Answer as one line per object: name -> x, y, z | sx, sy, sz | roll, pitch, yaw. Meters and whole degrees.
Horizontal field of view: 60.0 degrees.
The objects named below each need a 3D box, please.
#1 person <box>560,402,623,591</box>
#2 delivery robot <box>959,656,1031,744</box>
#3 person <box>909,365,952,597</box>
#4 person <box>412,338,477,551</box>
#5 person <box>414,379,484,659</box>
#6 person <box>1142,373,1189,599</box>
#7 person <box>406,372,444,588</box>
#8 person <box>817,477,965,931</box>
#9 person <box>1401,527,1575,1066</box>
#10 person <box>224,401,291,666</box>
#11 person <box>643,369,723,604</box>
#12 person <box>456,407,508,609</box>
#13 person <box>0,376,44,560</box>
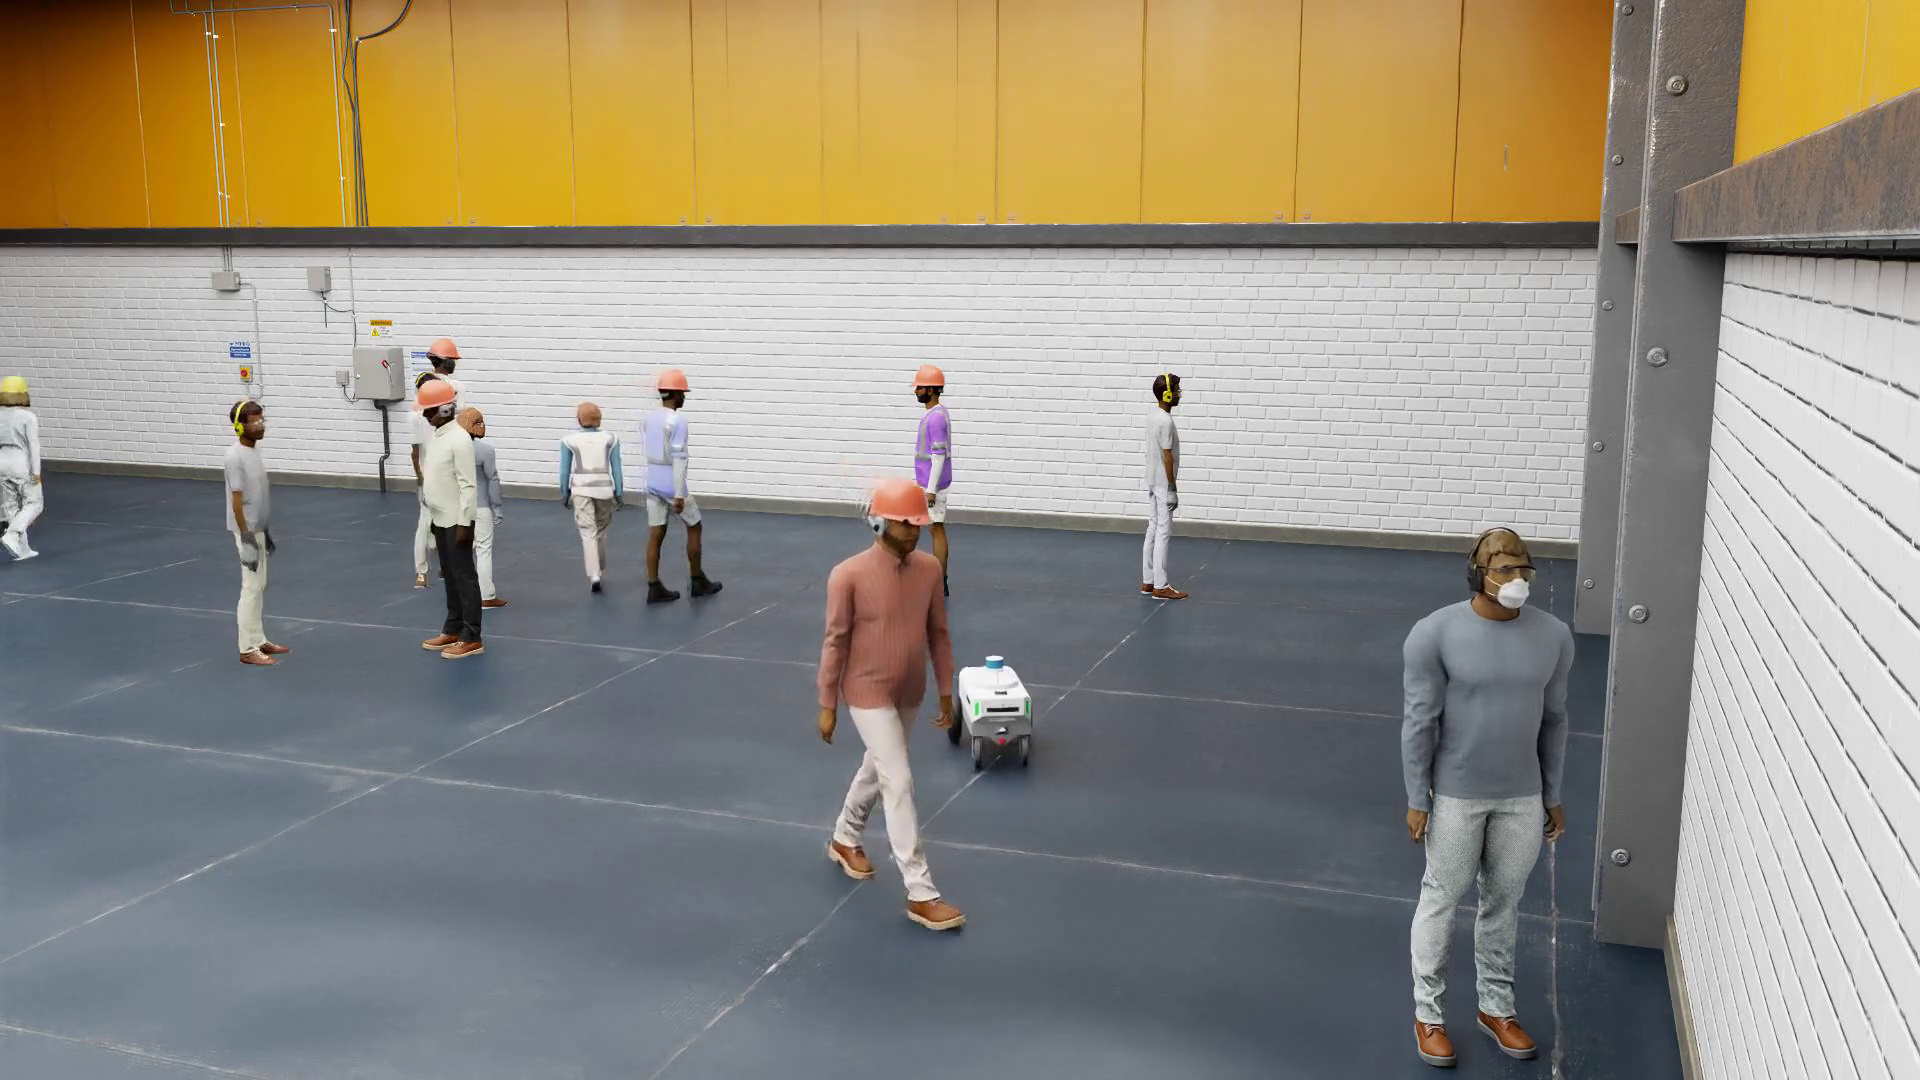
person -> -3.142, -0.386, 14.239 | 0.512, 1.595, 0.871 | -4, 11, -20
delivery robot -> 0.198, 0.913, 9.596 | 0.477, 0.478, 0.707 | -1, 10, -7
person -> -0.243, -0.488, 13.857 | 0.358, 1.938, 0.542 | 0, 10, -3
person -> -4.904, -0.900, 15.891 | 0.614, 2.038, 0.395 | 5, 11, 26
person -> -3.642, -0.153, 11.842 | 0.397, 1.984, 0.608 | -7, 12, -35
person -> 1.698, -0.445, 13.808 | 0.329, 1.872, 0.510 | -2, 10, -13
person -> -4.506, -0.520, 14.318 | 0.335, 1.845, 0.642 | 5, 11, 28
person -> -0.317, 0.667, 7.394 | 0.627, 1.934, 1.044 | -9, 14, -42
person -> 1.883, 0.914, 5.964 | 0.631, 1.940, 0.372 | -2, 10, -10
person -> -4.941, -0.049, 11.663 | 0.332, 1.856, 0.581 | -1, 10, -6
person -> -2.297, -0.448, 13.719 | 0.560, 1.903, 0.825 | 10, 14, 43
person -> -3.917, -0.254, 13.396 | 0.507, 1.633, 0.277 | 3, 11, 17
person -> -8.735, -0.642, 15.329 | 0.494, 1.730, 0.536 | 1, 10, 7
